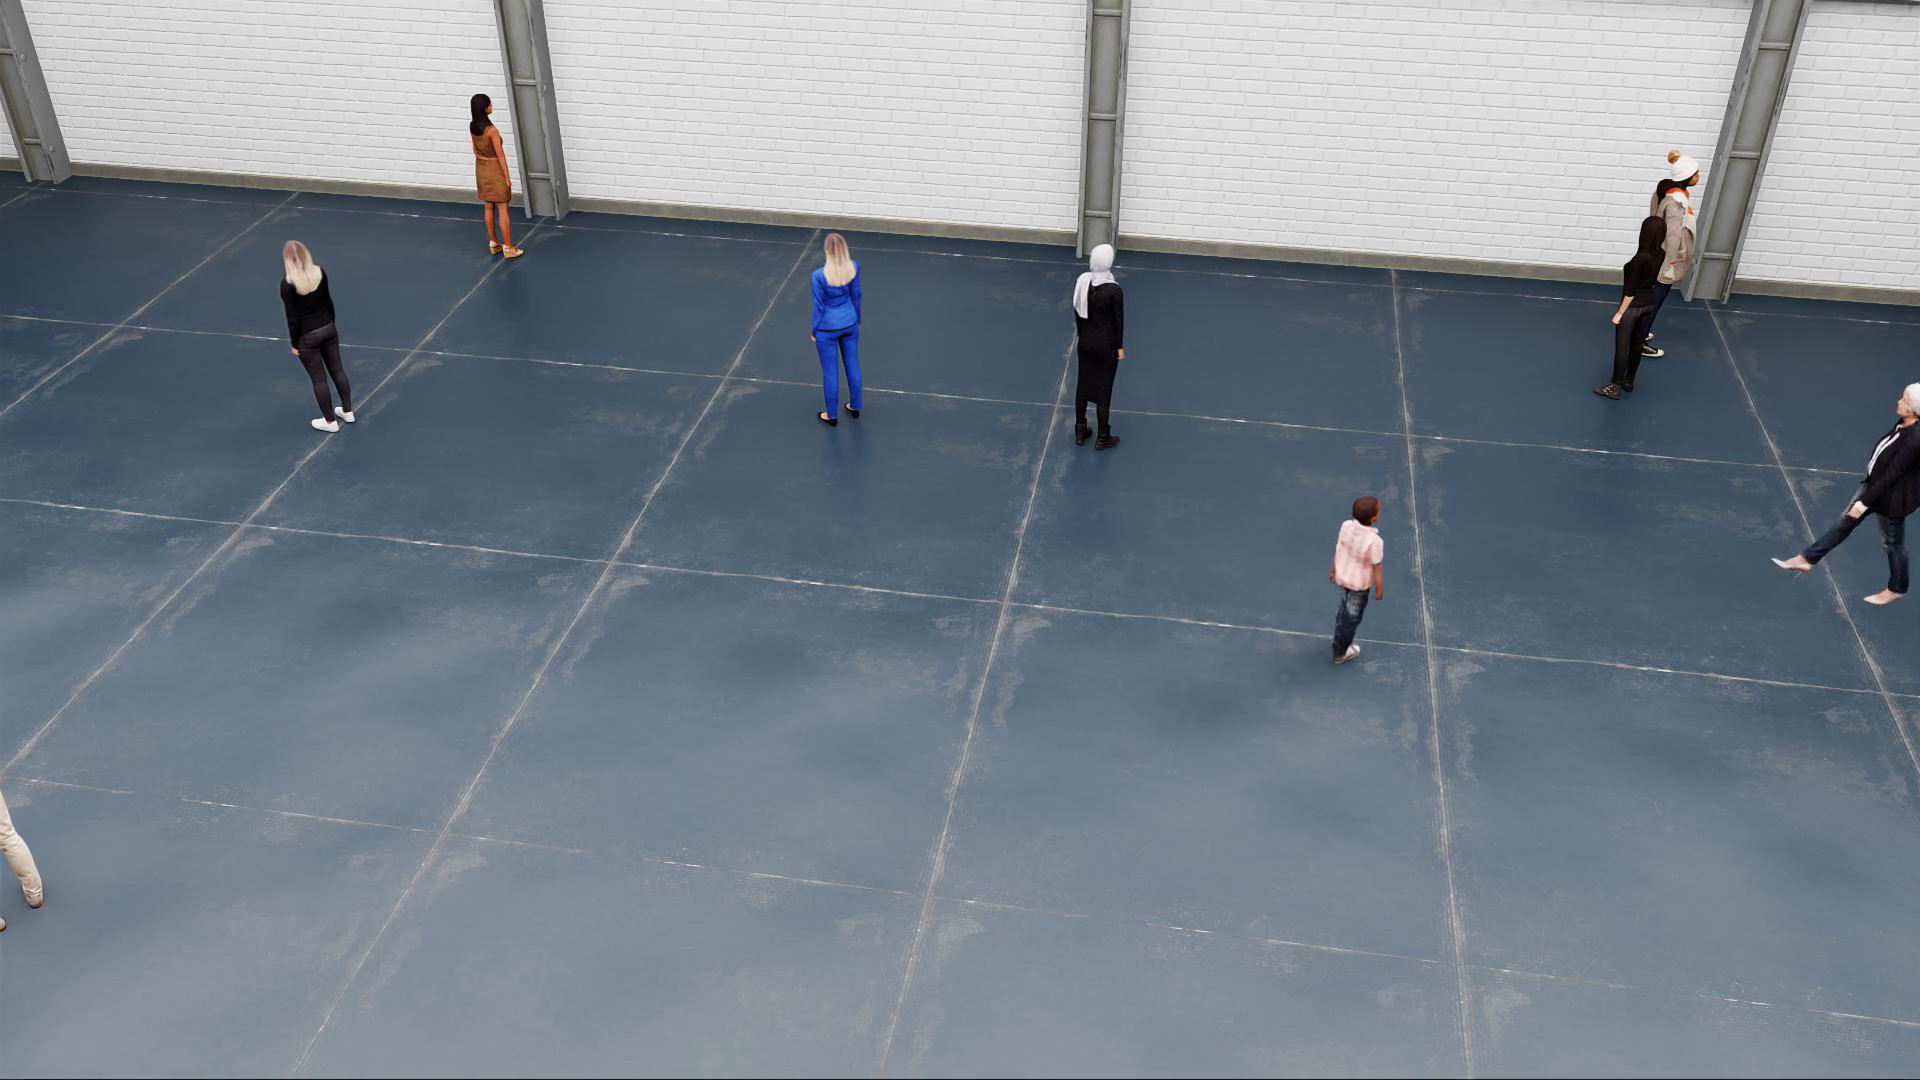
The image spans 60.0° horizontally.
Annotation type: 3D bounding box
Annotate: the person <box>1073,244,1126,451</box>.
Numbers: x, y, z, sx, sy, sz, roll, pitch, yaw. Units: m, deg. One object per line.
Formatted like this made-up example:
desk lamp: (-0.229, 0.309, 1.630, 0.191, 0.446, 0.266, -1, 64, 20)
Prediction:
person: (1.120, -1.563, 13.511, 0.622, 1.779, 0.746, 23, 40, 30)

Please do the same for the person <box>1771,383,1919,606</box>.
person: (6.344, -0.279, 11.231, 1.154, 1.736, 0.864, 12, 35, 17)

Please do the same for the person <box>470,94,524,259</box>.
person: (-4.711, -3.669, 16.760, 0.581, 1.690, 0.701, 22, 39, 29)

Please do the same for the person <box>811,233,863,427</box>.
person: (-1.018, -1.763, 13.884, 0.698, 1.701, 0.762, -20, 39, -28)

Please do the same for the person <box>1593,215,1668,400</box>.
person: (5.816, -2.002, 14.296, 0.648, 1.642, 0.702, -22, 40, -30)

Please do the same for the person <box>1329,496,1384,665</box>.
person: (2.604, 0.280, 11.172, 0.681, 1.299, 0.617, -24, 40, -31)

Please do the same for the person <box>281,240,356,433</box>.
person: (-5.337, -1.691, 13.789, 0.663, 1.687, 0.678, 20, 38, 27)

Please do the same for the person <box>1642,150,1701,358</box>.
person: (6.302, -2.594, 14.963, 0.681, 1.890, 0.704, 2, 34, 3)
